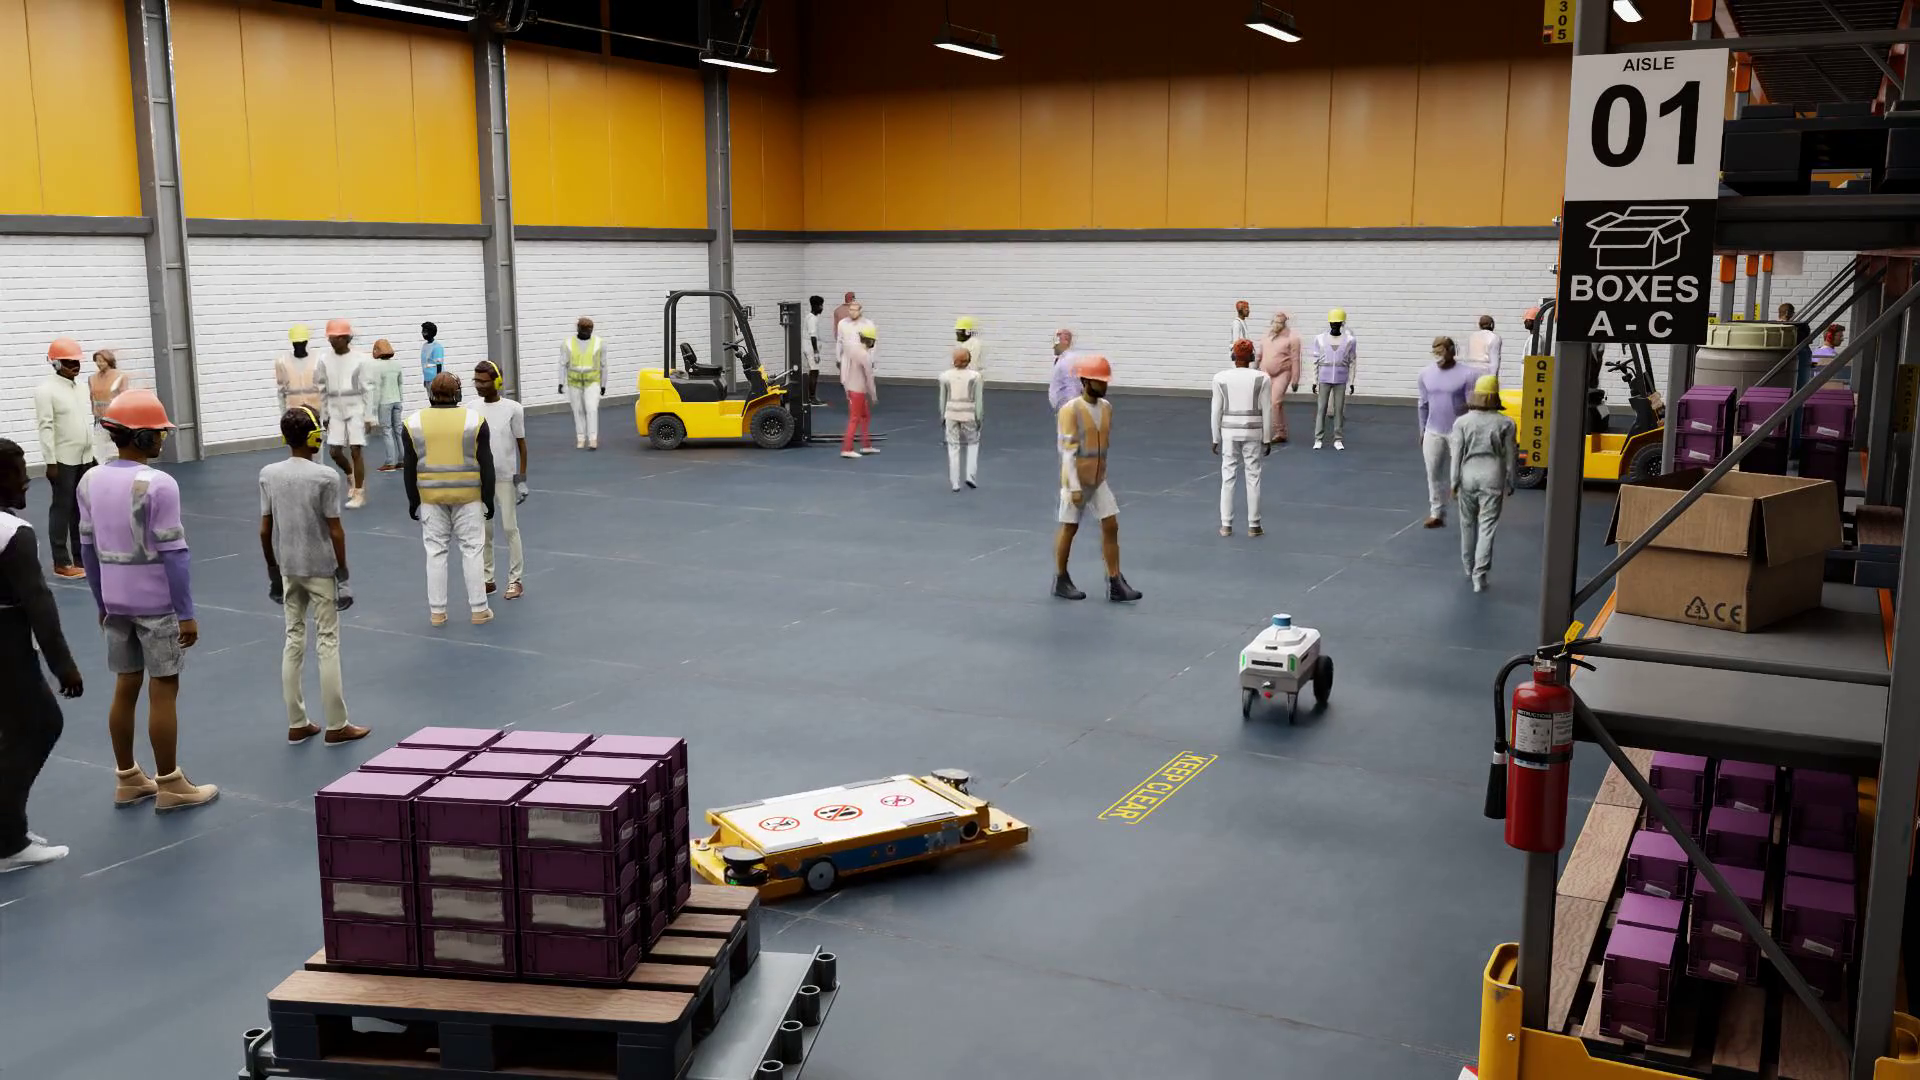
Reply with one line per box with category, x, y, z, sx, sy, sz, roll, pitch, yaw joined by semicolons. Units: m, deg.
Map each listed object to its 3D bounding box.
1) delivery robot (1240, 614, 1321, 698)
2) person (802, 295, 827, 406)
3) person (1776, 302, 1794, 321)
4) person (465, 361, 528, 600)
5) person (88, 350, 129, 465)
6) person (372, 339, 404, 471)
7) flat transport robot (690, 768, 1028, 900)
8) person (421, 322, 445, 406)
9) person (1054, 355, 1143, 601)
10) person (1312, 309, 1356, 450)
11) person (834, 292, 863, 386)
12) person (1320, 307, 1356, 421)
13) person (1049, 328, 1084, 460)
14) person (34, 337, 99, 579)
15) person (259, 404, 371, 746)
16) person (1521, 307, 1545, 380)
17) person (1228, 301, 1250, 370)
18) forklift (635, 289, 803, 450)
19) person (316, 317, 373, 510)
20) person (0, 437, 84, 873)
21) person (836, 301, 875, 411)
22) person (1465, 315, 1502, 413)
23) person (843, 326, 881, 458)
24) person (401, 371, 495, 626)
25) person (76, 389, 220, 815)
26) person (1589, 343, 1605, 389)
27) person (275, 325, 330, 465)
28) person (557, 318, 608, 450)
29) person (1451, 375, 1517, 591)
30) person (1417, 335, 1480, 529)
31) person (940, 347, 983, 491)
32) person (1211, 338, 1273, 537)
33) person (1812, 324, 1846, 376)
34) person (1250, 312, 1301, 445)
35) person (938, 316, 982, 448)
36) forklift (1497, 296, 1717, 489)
delivery robot;1.894;0.682;9.810;0.477;0.478;0.707;4;11;24
person;-2.571;-3.327;29.261;0.408;1.951;0.620;-2;10;-9
person;12.501;-2.643;25.330;0.372;1.939;0.631;-2;10;-10
person;-3.609;-0.463;12.919;0.526;1.865;0.315;2;10;11
person;-9.586;-1.339;18.753;0.538;1.585;0.851;1;10;7
person;-7.072;-1.664;20.543;0.275;1.631;0.507;4;11;23
flat transport robot;-0.471;1.287;7.397;1.431;0.197;0.652;-6;11;-30
person;-7.716;-2.354;24.380;0.320;1.694;0.537;-8;12;-38
person;1.038;-0.446;12.696;0.562;1.901;0.861;-8;13;-39
person;5.107;-2.193;22.751;0.585;1.928;0.379;2;10;10
person;-2.212;-4.054;33.592;0.651;1.906;0.403;4;11;22
person;6.055;-2.813;26.668;0.603;1.839;0.409;5;11;28
person;1.200;-1.382;18.242;0.464;1.865;0.674;1;10;6
person;-7.372;-0.683;13.815;0.396;1.992;0.623;1;10;7
person;-3.558;0.195;9.095;0.519;1.873;0.335;3;10;15
person;7.913;-2.253;23.060;0.352;1.942;0.545;3;10;19
person;4.726;-3.092;28.089;0.362;1.882;0.576;4;10;20
forklift;-3.358;-2.392;23.136;2.313;2.155;1.214;-1;10;-5
person;-6.445;-1.338;17.507;0.613;2.029;0.546;1;10;4
person;-4.098;0.504;7.213;0.595;1.902;0.458;9;13;41
person;-1.735;-3.026;27.671;0.667;1.890;0.474;1;10;8
person;7.449;-2.301;23.759;0.539;1.798;0.653;-7;12;-33
person;-1.236;-1.940;21.841;0.705;1.732;0.533;-4;11;-23
person;-3.677;-0.298;12.030;0.632;1.842;0.429;-1;10;-8
person;-3.913;0.294;8.021;0.614;2.041;0.393;4;11;23
person;8.521;-2.300;23.044;0.688;2.000;0.536;-1;10;-5
person;-7.441;-1.505;18.925;0.603;1.881;0.982;-3;10;-15
person;-5.140;-2.110;22.654;0.658;1.796;0.872;-1;10;-9
person;4.249;-0.478;13.491;0.495;1.700;0.896;4;11;24
person;4.836;-1.066;16.325;0.656;1.910;0.731;8;12;37
person;0.015;-1.362;18.815;0.515;1.624;0.431;2;10;11
person;2.673;-0.969;15.784;0.573;1.887;0.354;3;10;15
person;10.326;-1.659;19.920;0.392;1.839;0.563;1;10;7
person;4.339;-2.249;23.257;0.945;1.857;0.673;-7;12;-36
person;-0.008;-2.160;22.881;0.655;1.810;0.599;-6;12;-32
forklift;7.296;-1.677;18.993;2.313;2.155;1.214;5;11;27
